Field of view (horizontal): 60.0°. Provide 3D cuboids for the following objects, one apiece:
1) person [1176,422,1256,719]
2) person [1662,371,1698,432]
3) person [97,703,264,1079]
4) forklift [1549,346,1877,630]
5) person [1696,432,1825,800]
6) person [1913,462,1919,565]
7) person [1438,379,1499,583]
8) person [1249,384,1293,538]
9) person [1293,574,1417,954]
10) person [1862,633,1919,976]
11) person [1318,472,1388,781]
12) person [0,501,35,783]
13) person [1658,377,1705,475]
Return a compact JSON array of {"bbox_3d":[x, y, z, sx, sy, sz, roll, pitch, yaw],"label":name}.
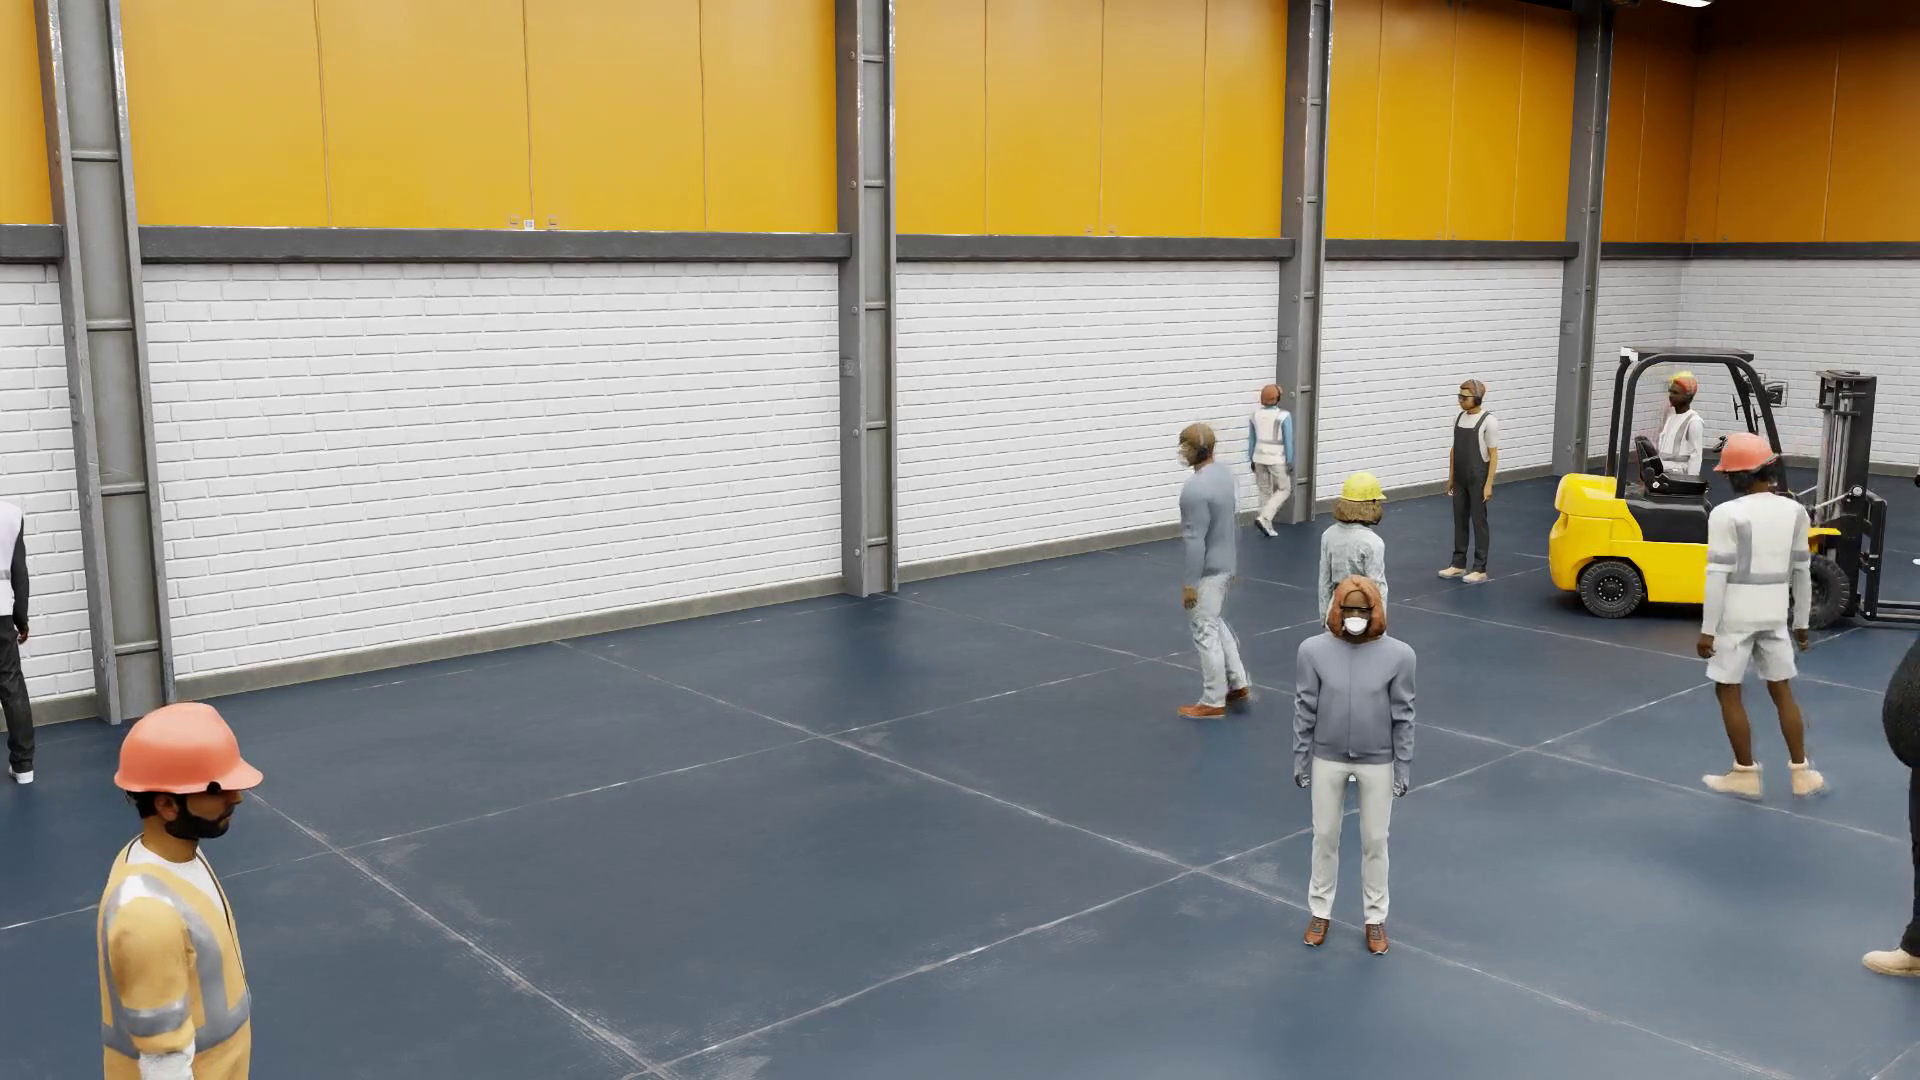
[{"bbox_3d":[1.603,0.211,10.498,0.492,1.915,0.682,4,11,23],"label":"person"},{"bbox_3d":[7.701,-0.952,17.855,0.928,1.712,0.547,2,10,13],"label":"person"},{"bbox_3d":[-1.794,1.323,3.921,0.383,1.932,0.540,-4,10,-21],"label":"person"},{"bbox_3d":[6.109,-0.478,13.691,2.313,2.155,1.214,3,10,16],"label":"forklift"},{"bbox_3d":[4.367,0.421,9.035,0.785,2.005,0.527,-2,10,-14],"label":"person"},{"bbox_3d":[9.327,-0.686,15.691,0.585,1.927,0.366,1,10,3],"label":"person"},{"bbox_3d":[4.615,-0.532,15.032,0.325,1.842,0.513,-5,11,-29],"label":"person"},{"bbox_3d":[3.201,-0.806,17.240,0.538,1.624,0.465,10,14,44],"label":"person"},{"bbox_3d":[1.660,0.943,7.040,0.502,1.626,0.283,3,10,17],"label":"person"},{"bbox_3d":[4.017,0.815,6.569,0.679,2.000,0.688,3,10,17],"label":"person"},{"bbox_3d":[2.234,0.482,9.388,0.297,1.743,0.493,-5,11,-28],"label":"person"},{"bbox_3d":[-5.396,0.443,9.114,0.399,1.915,0.589,8,12,38],"label":"person"},{"bbox_3d":[6.350,-0.504,14.750,0.351,1.884,0.582,0,10,-2],"label":"person"}]
